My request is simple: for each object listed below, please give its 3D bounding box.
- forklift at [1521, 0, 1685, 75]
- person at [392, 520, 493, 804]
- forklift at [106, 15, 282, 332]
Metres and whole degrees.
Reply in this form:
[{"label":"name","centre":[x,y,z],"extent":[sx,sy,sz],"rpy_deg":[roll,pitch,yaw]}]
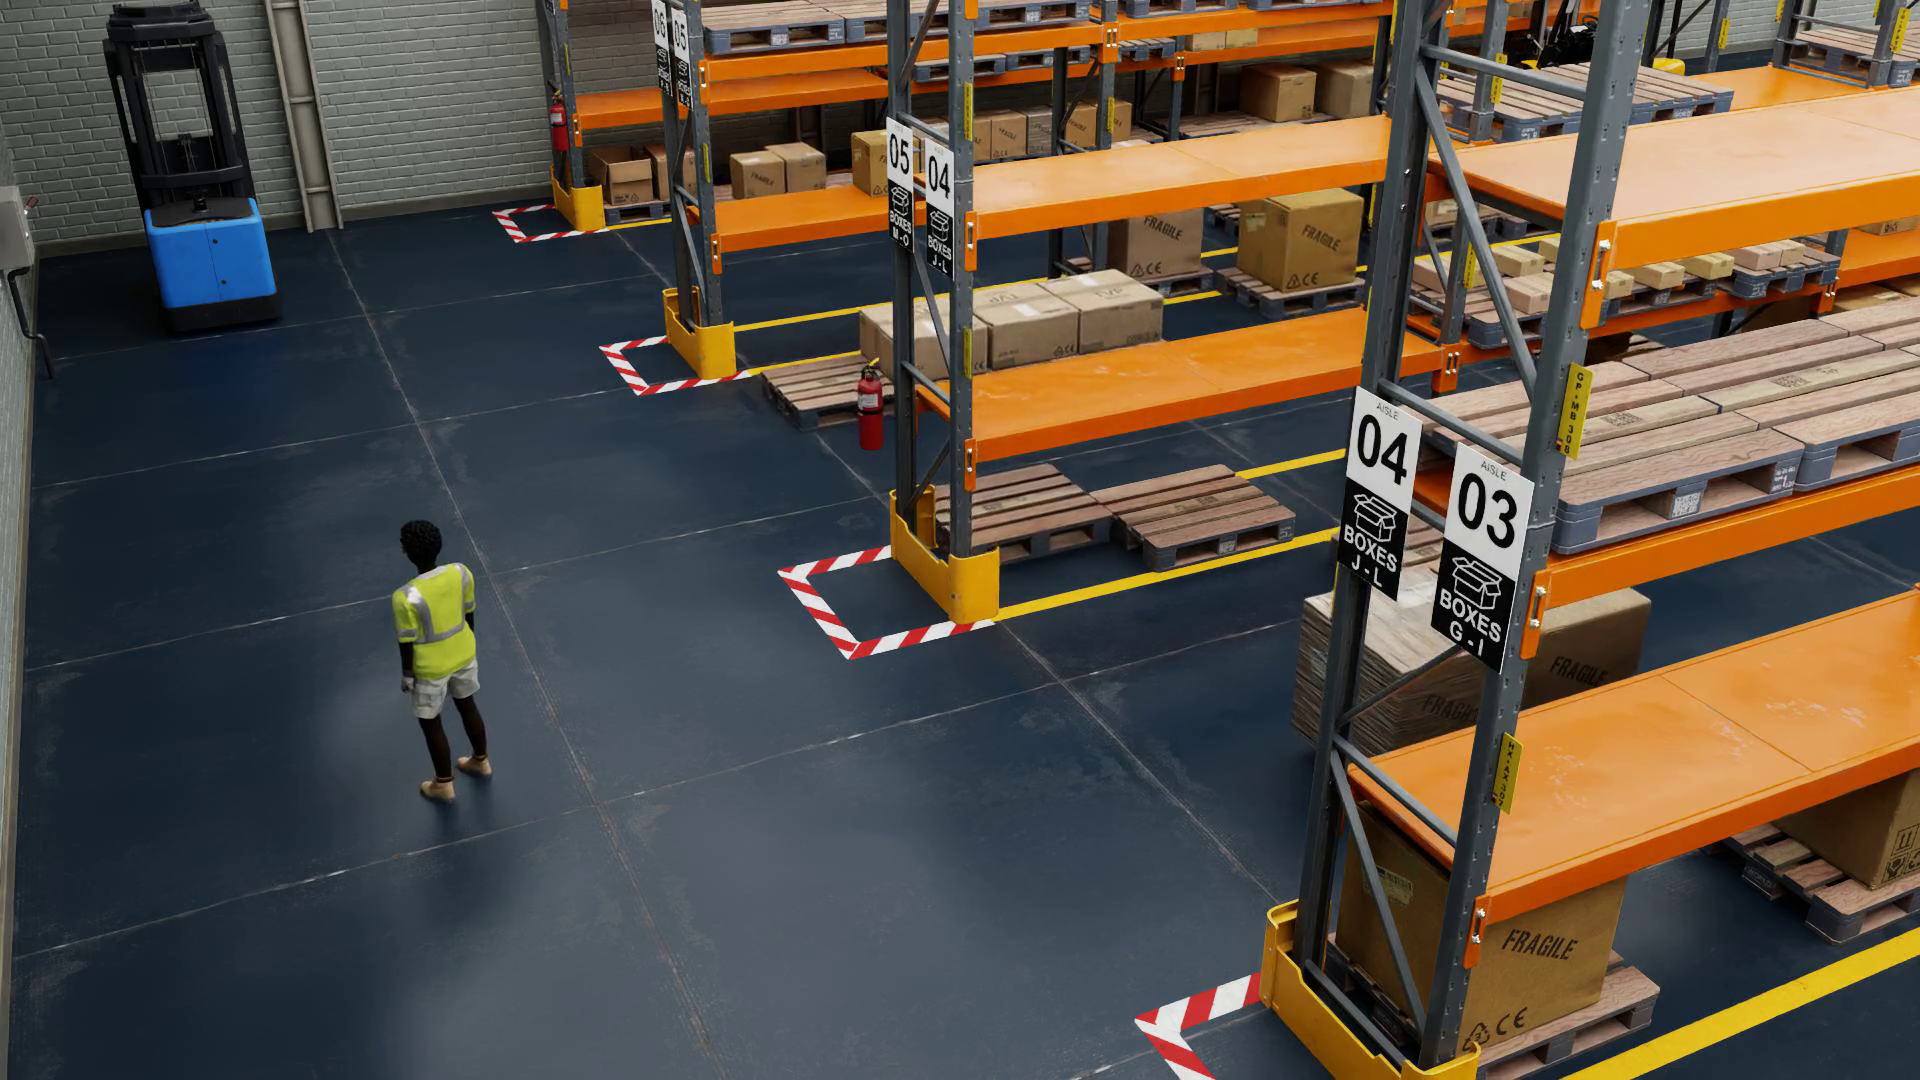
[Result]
[{"label":"forklift","centre":[8.950,-6.807,23.056],"extent":[1.214,2.155,2.313],"rpy_deg":[-12,30,-22]},{"label":"person","centre":[-2.889,0.666,9.286],"extent":[0.320,1.683,0.538],"rpy_deg":[16,32,28]},{"label":"forklift","centre":[-7.548,-3.672,16.323],"extent":[1.129,2.768,1.873],"rpy_deg":[-12,30,-22]}]
